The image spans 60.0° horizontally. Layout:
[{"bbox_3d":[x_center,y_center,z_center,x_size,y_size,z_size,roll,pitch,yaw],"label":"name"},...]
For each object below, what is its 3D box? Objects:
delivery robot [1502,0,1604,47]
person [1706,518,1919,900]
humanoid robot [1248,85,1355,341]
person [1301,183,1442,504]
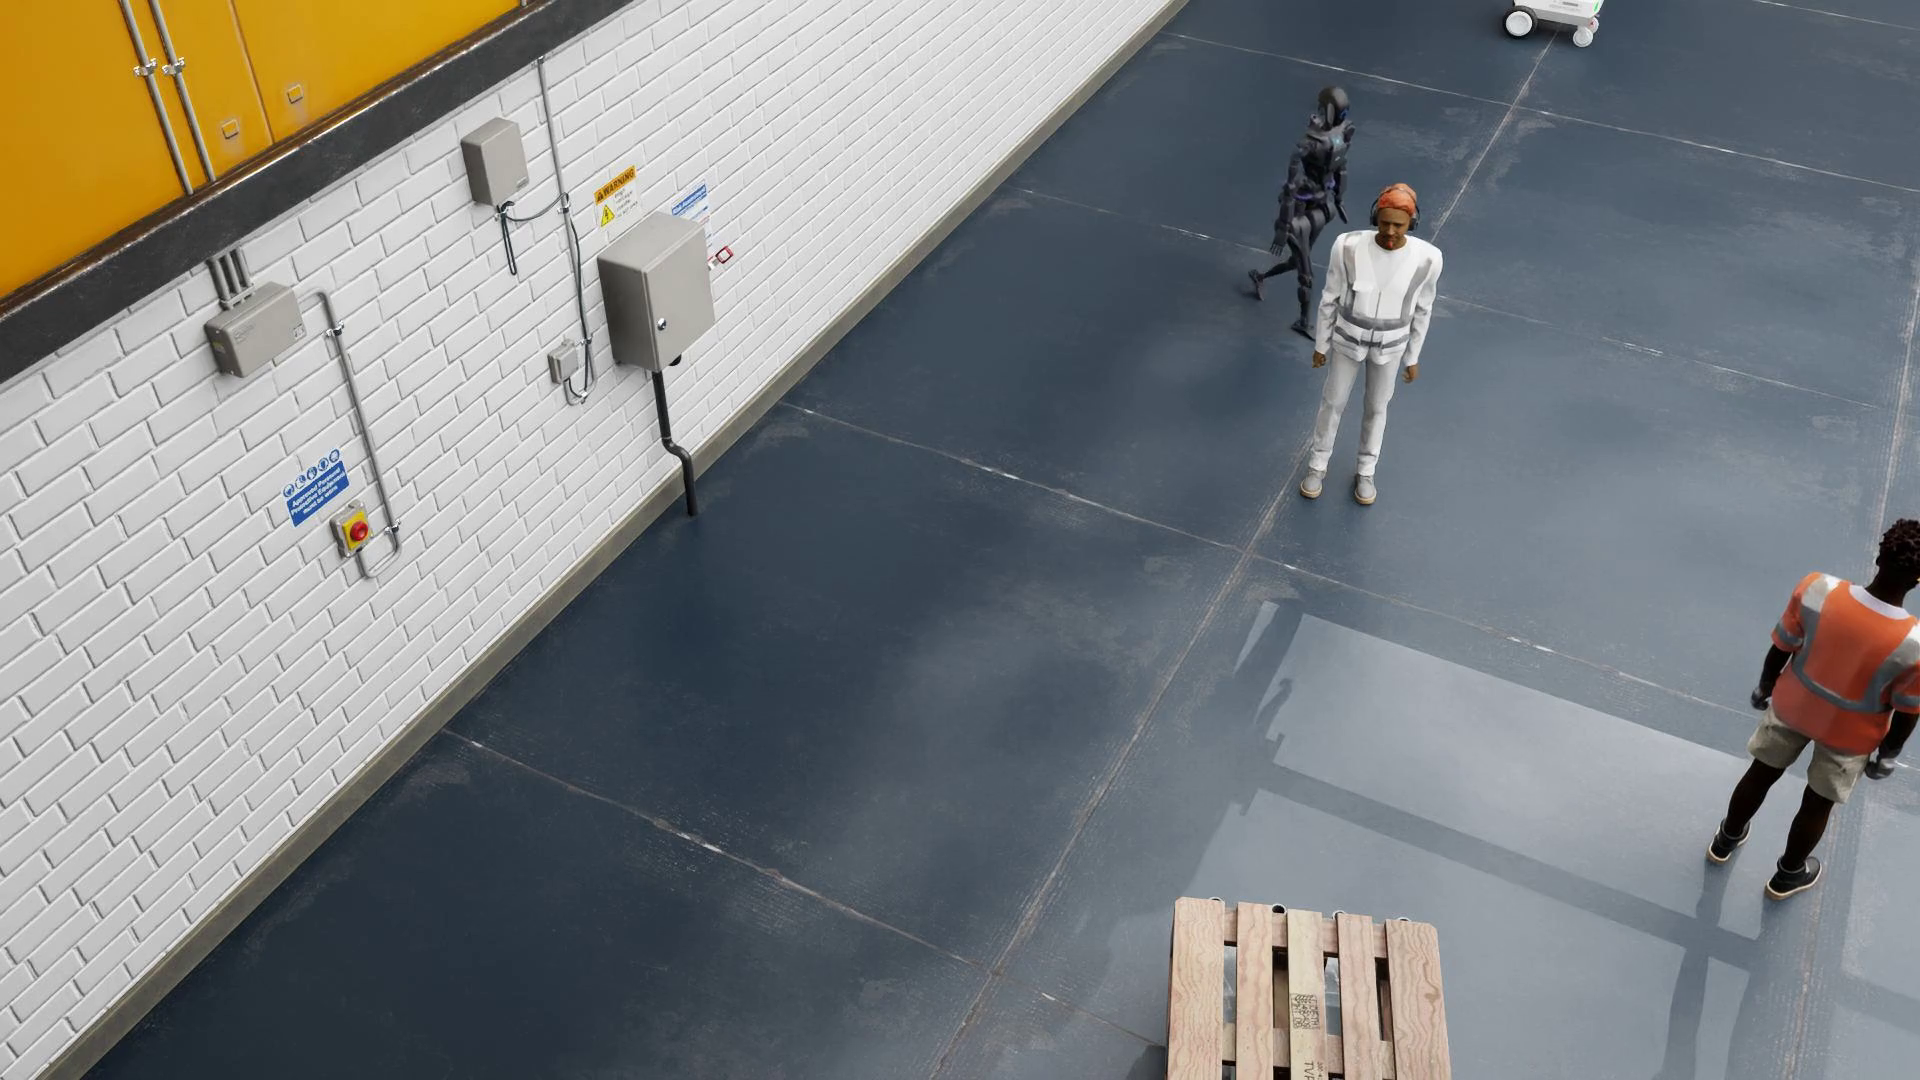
[{"bbox_3d":[4.914,-4.435,13.772,0.804,0.610,0.499,18,44,19],"label":"delivery robot"},{"bbox_3d":[3.517,0.700,6.728,0.361,1.964,0.612,-30,49,-30],"label":"person"},{"bbox_3d":[2.086,-2.053,10.182,0.615,1.645,0.739,-29,49,-29],"label":"humanoid robot"},{"bbox_3d":[2.153,-1.014,8.780,0.574,1.882,0.356,8,41,9],"label":"person"}]
